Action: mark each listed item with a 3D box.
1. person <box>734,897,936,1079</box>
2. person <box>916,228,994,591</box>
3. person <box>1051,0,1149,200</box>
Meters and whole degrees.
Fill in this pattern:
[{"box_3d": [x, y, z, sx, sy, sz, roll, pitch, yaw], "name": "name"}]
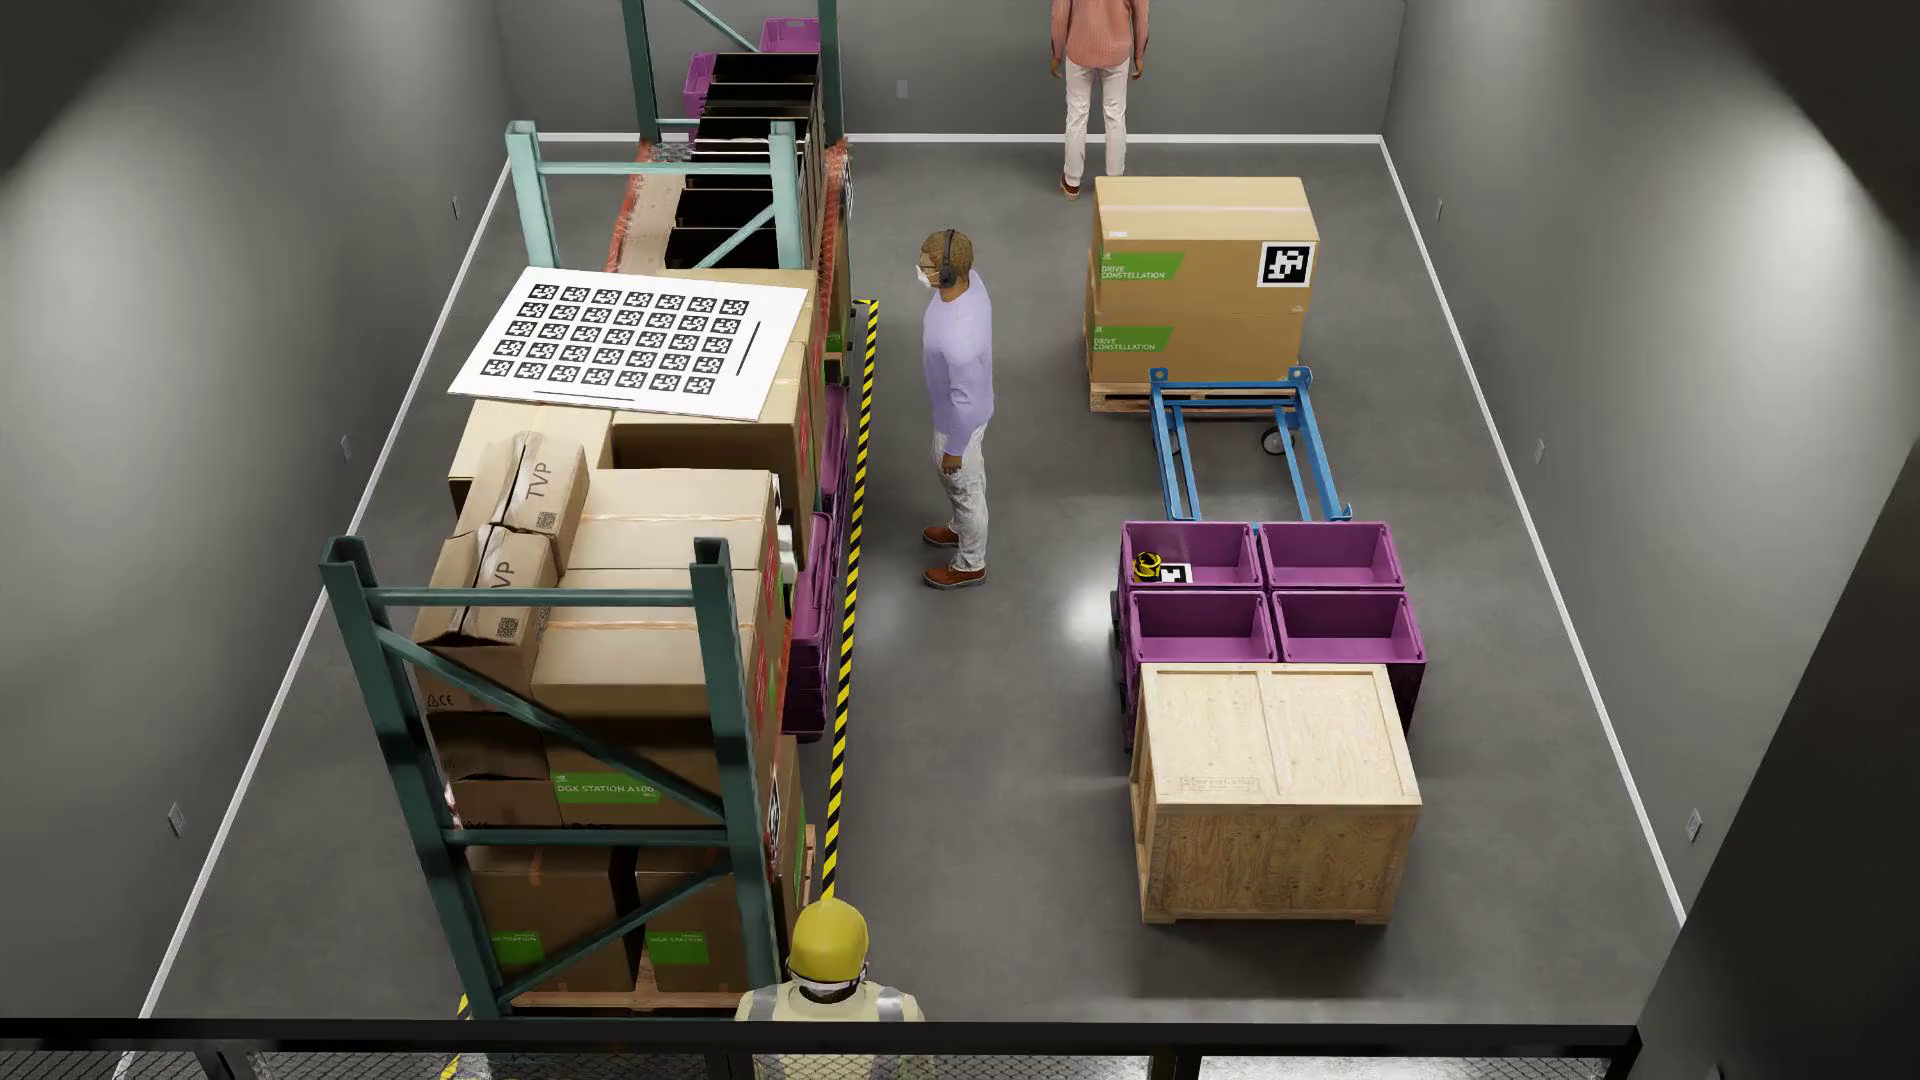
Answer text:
[{"box_3d": [-0.374, 1.740, 5.208, 0.600, 1.829, 0.404, 0, 41, 0], "name": "person"}, {"box_3d": [-0.016, -0.599, 7.797, 0.352, 1.937, 0.635, 0, 41, 0], "name": "person"}, {"box_3d": [0.883, -3.134, 10.647, 0.622, 1.990, 0.402, 0, 41, 0], "name": "person"}]
